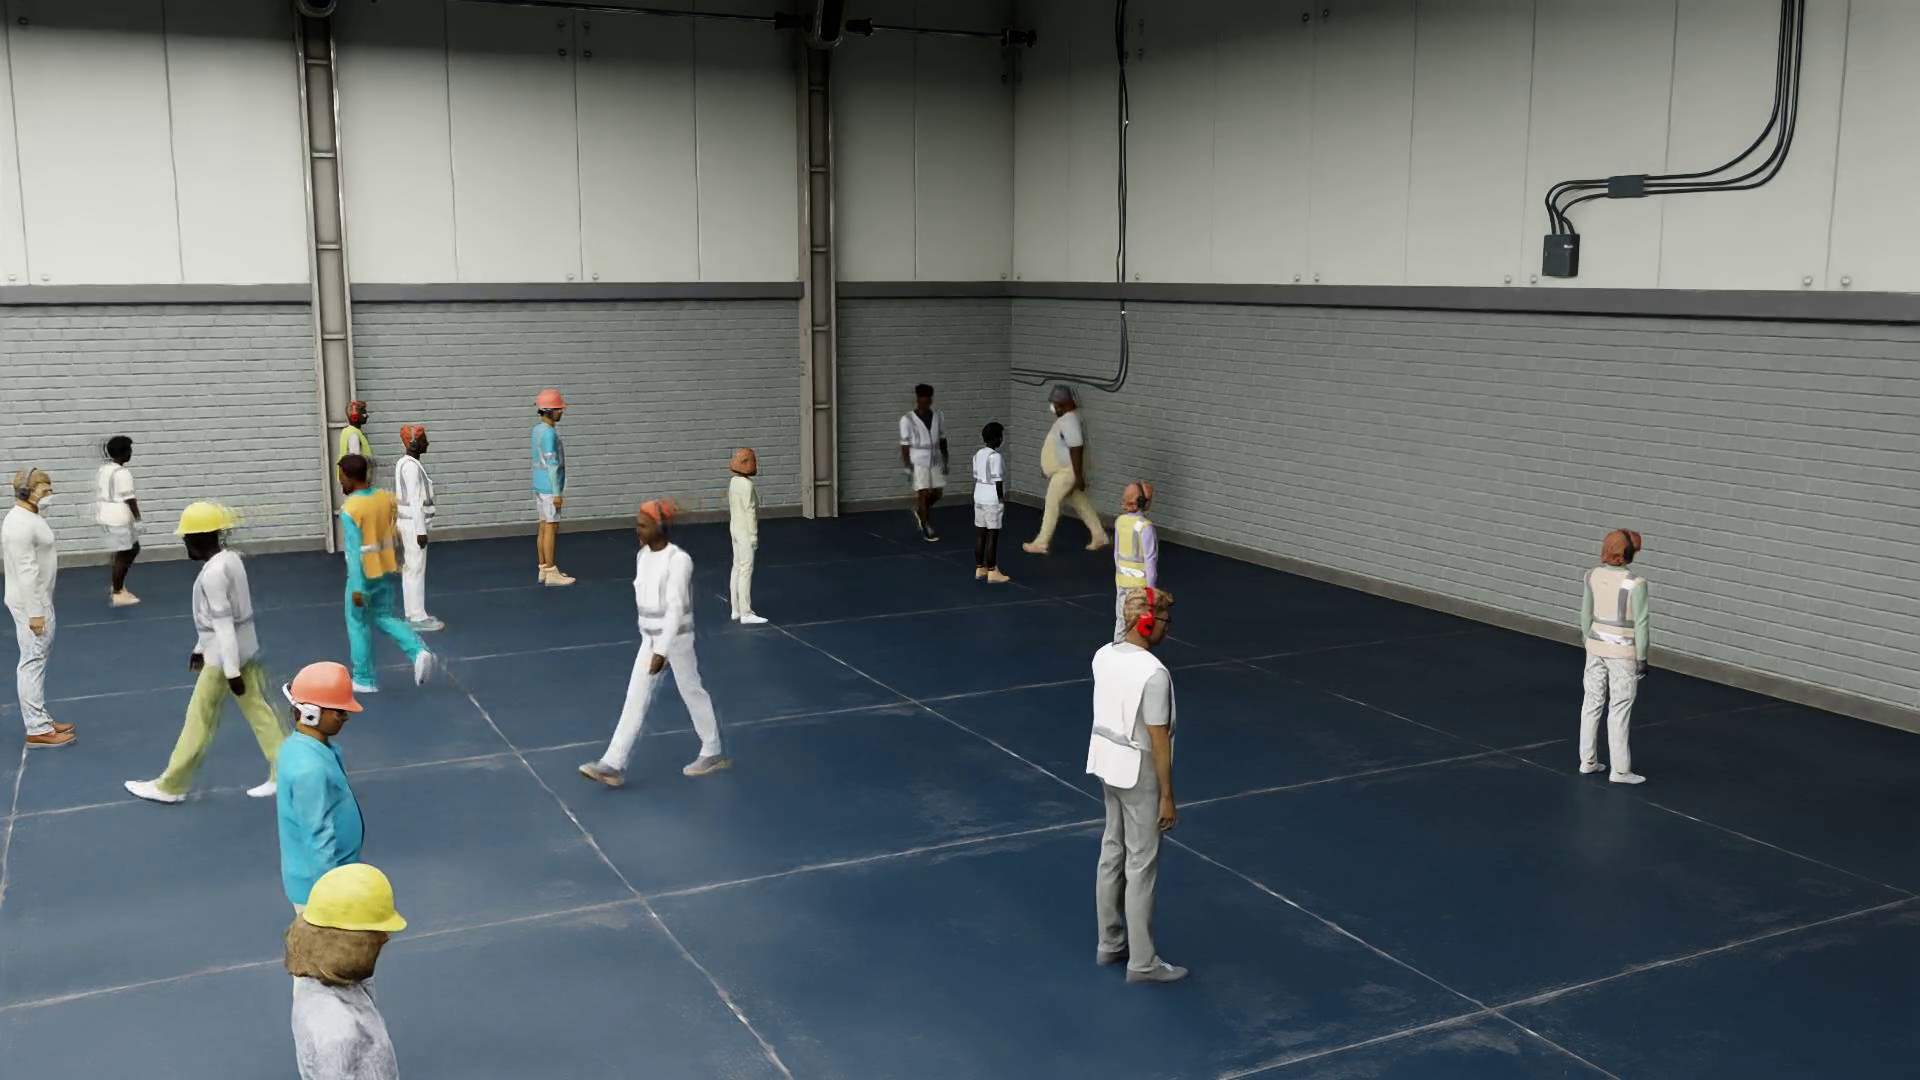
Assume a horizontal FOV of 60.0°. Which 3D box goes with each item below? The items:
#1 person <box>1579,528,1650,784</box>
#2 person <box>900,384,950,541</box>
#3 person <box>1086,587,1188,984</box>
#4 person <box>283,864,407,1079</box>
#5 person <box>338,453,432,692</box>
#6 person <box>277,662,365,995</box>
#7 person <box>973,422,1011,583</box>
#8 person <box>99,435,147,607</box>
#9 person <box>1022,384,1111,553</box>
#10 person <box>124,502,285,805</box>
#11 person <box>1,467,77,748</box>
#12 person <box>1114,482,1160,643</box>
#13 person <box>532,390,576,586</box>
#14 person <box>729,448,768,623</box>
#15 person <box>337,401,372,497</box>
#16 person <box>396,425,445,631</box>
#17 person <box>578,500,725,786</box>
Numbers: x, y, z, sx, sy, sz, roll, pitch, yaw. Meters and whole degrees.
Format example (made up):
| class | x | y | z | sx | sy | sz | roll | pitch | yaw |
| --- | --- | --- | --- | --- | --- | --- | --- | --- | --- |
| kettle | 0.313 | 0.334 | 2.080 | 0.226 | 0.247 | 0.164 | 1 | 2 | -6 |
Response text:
| class | x | y | z | sx | sy | sz | roll | pitch | yaw |
| --- | --- | --- | --- | --- | --- | --- | --- | --- | --- |
| person | 4.200 | 0.742 | 10.682 | 0.311 | 1.642 | 0.514 | -4 | 10 | -26 |
| person | -0.440 | -0.952 | 20.230 | 0.677 | 1.932 | 0.667 | -5 | 11 | -30 |
| person | 0.800 | 1.128 | 7.704 | 0.388 | 1.837 | 0.564 | -4 | 10 | -26 |
| person | -1.607 | 1.708 | 4.448 | 0.311 | 1.735 | 0.484 | -4 | 10 | -26 |
| person | -4.514 | 0.264 | 12.831 | 0.699 | 1.897 | 0.606 | 3 | 10 | 16 |
| person | -2.531 | 1.344 | 6.657 | 0.338 | 1.742 | 0.562 | -4 | 10 | -26 |
| person | 0.325 | -0.399 | 17.553 | 0.320 | 1.692 | 0.531 | -4 | 10 | -26 |
| person | -8.193 | -0.185 | 16.270 | 0.381 | 1.678 | 0.531 | -8 | 12 | -39 |
| person | 1.282 | -0.854 | 19.288 | 1.023 | 2.000 | 0.690 | 0 | 9 | 3 |
| person | -4.609 | 0.702 | 10.201 | 0.996 | 1.875 | 0.599 | -2 | 9 | -10 |
| person | -6.395 | 0.463 | 11.511 | 0.370 | 1.934 | 0.627 | -4 | 10 | -26 |
| person | 1.377 | 0.364 | 13.014 | 0.311 | 1.642 | 0.514 | -4 | 10 | -26 |
| person | -4.261 | -0.544 | 17.369 | 0.379 | 2.045 | 0.605 | -4 | 10 | -26 |
| person | -2.000 | -0.042 | 15.532 | 0.278 | 1.634 | 0.499 | -4 | 10 | -26 |
| person | -6.685 | -0.615 | 18.412 | 0.388 | 1.848 | 0.564 | -4 | 10 | -26 |
| person | -4.969 | -0.114 | 15.213 | 0.354 | 1.883 | 0.573 | -4 | 10 | -26 |
| person | -1.937 | 0.663 | 10.583 | 1.024 | 1.821 | 0.583 | -9 | 13 | -44 |
